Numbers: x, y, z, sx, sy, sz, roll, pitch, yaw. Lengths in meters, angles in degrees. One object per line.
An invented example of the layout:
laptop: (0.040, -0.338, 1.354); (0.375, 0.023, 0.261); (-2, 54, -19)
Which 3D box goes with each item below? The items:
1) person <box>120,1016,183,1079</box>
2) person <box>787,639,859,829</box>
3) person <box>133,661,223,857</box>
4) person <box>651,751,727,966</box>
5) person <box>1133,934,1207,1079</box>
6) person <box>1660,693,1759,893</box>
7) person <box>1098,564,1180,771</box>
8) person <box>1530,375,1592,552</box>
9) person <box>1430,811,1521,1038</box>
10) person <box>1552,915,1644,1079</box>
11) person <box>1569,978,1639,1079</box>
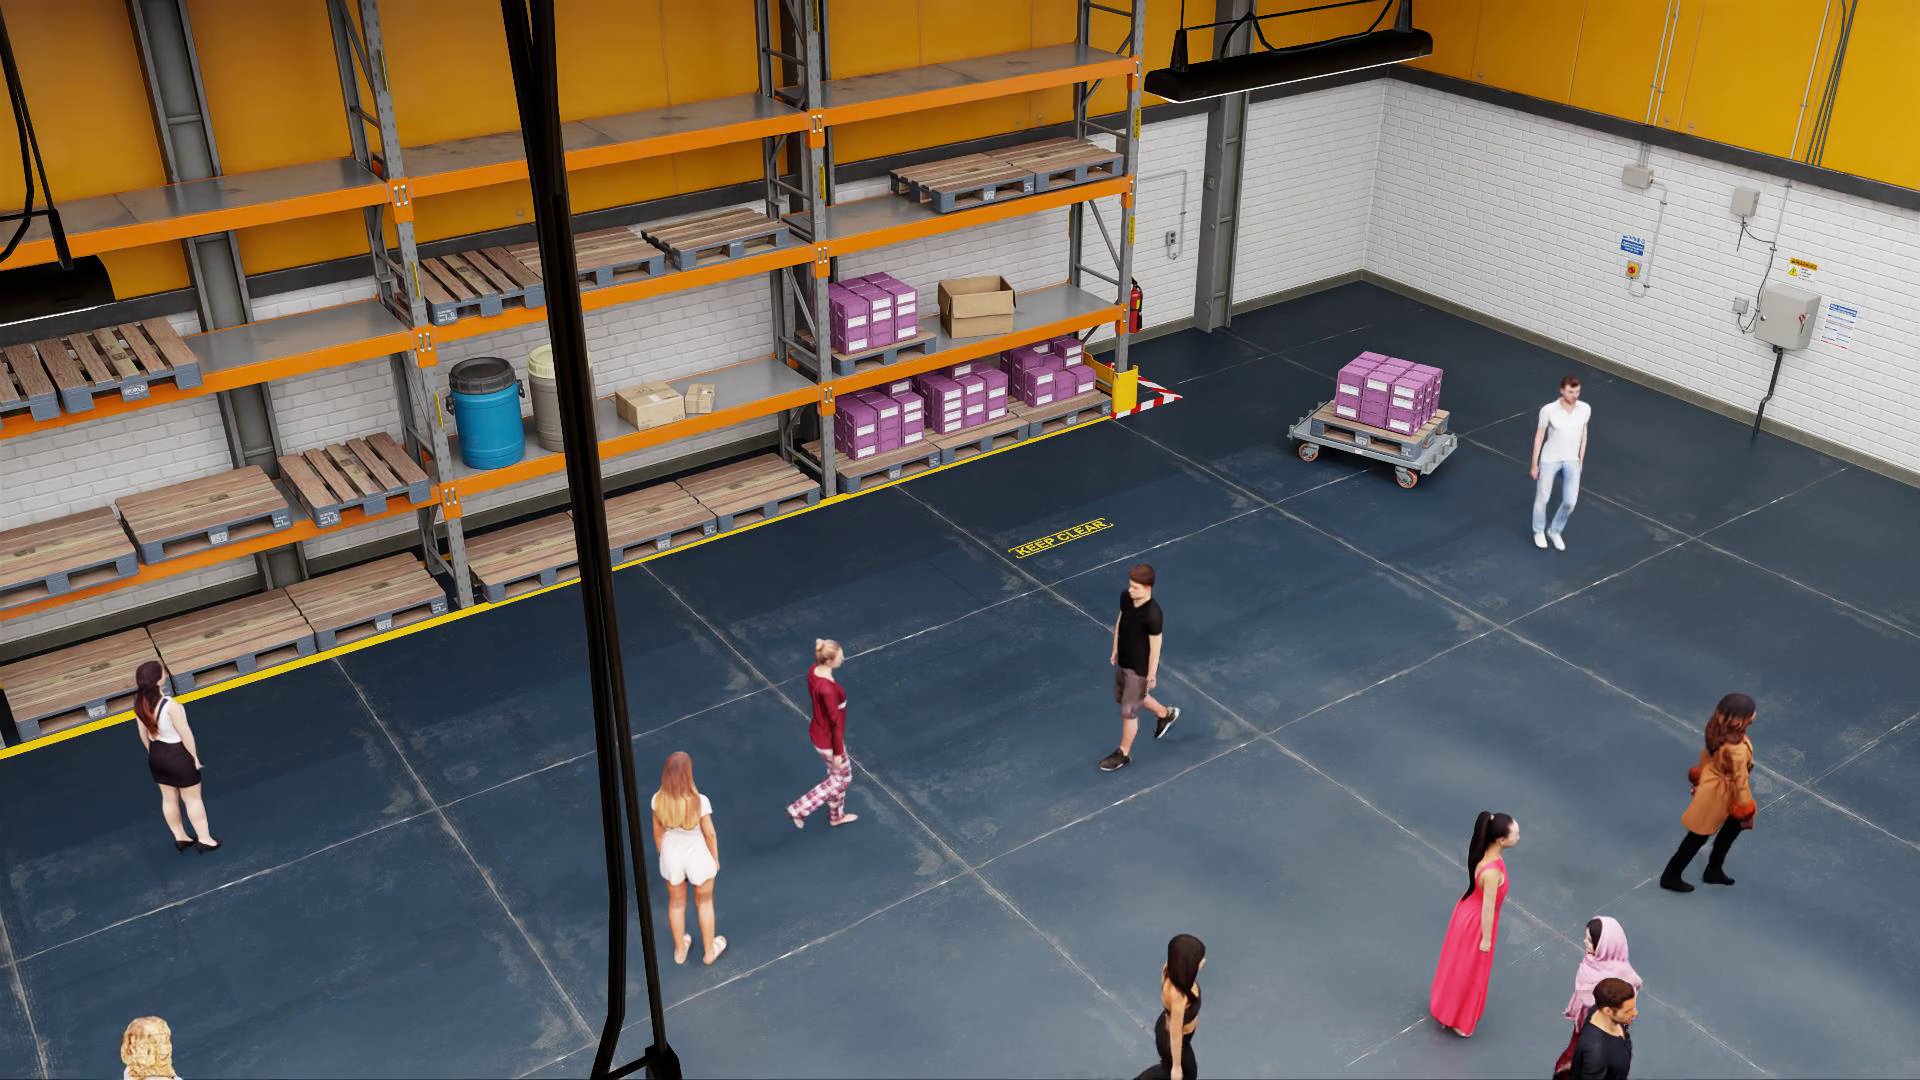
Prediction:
person: (-4.367, 3.352, 8.993); (0.757, 1.645, 0.887); (19, 34, 31)
person: (-1.050, 1.480, 12.377); (0.859, 1.690, 0.726); (-11, 30, -19)
person: (-5.774, 1.604, 12.194); (0.630, 1.648, 0.686); (6, 29, 11)
person: (-1.839, 2.138, 11.164); (0.658, 1.697, 0.725); (3, 29, 6)
person: (1.185, 2.937, 9.774); (1.023, 1.625, 0.883); (0, 29, 0)
person: (5.247, 1.821, 11.738); (0.952, 1.703, 0.892); (6, 29, 11)
person: (1.474, 0.962, 13.165); (1.075, 1.845, 0.800); (-11, 30, -19)
person: (5.876, -0.801, 16.405); (0.785, 1.838, 0.872); (1, 29, 2)
person: (3.290, 2.435, 10.592); (0.765, 1.724, 0.708); (4, 29, 8)
person: (3.850, 2.908, 9.843); (0.845, 1.610, 0.786); (3, 29, 5)
person: (3.448, 3.124, 9.190); (0.783, 1.857, 0.652); (12, 31, 22)
